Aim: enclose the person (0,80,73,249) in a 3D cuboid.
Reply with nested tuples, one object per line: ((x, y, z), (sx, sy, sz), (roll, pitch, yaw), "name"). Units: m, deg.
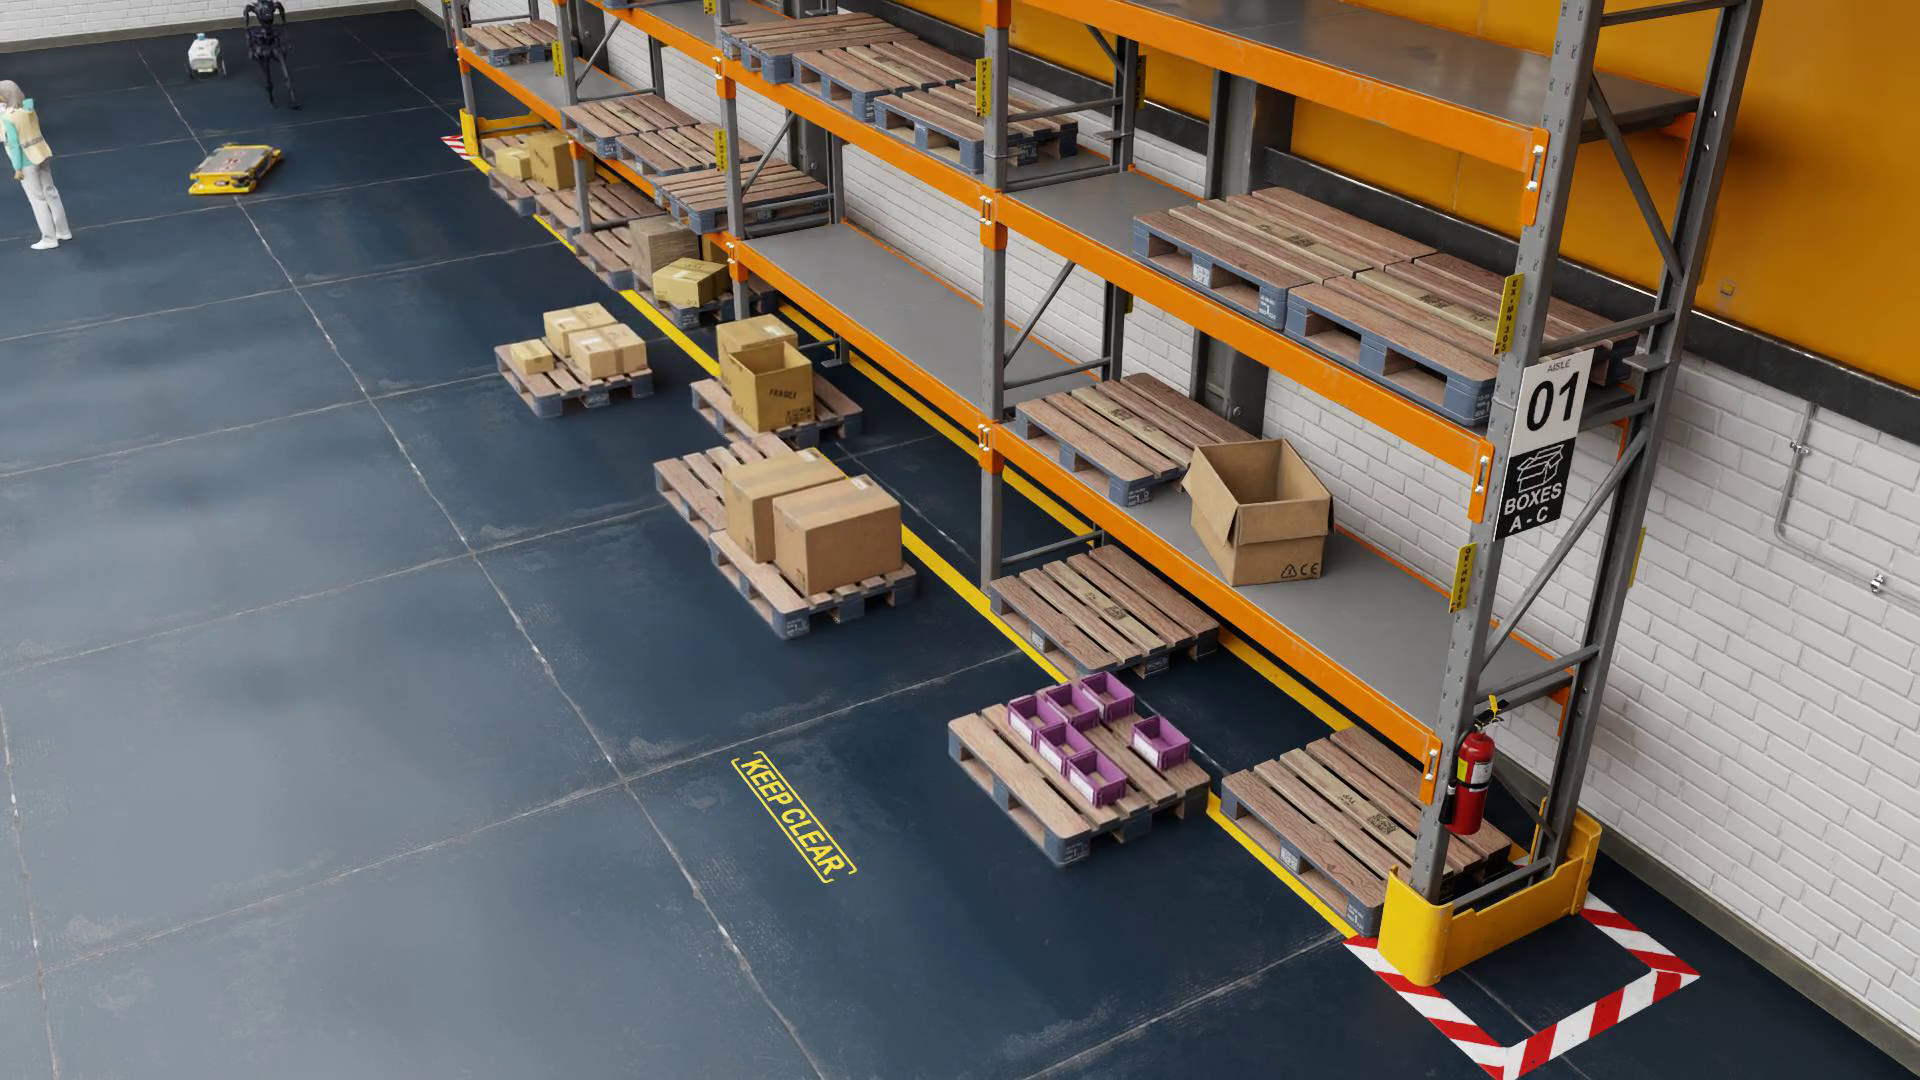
((-9.419, -3.808, 16.901), (0.365, 1.705, 0.471), (2, 30, 4), "person")

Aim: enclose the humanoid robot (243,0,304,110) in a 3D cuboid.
((-8.904, -6.372, 21.480), (0.612, 1.627, 0.744), (-23, 37, -35), "humanoid robot")

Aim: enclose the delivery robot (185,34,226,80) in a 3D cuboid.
((-10.588, -6.796, 23.332), (0.499, 0.587, 0.769), (-8, 30, -13), "delivery robot")

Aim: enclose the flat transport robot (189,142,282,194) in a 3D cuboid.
((-8.365, -4.297, 19.217), (0.659, 0.231, 1.431), (-3, 30, -5), "flat transport robot")

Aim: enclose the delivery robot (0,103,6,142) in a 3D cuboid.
((-12.098, -5.186, 20.517), (0.790, 0.614, 0.499), (-1, 30, -1), "delivery robot")
